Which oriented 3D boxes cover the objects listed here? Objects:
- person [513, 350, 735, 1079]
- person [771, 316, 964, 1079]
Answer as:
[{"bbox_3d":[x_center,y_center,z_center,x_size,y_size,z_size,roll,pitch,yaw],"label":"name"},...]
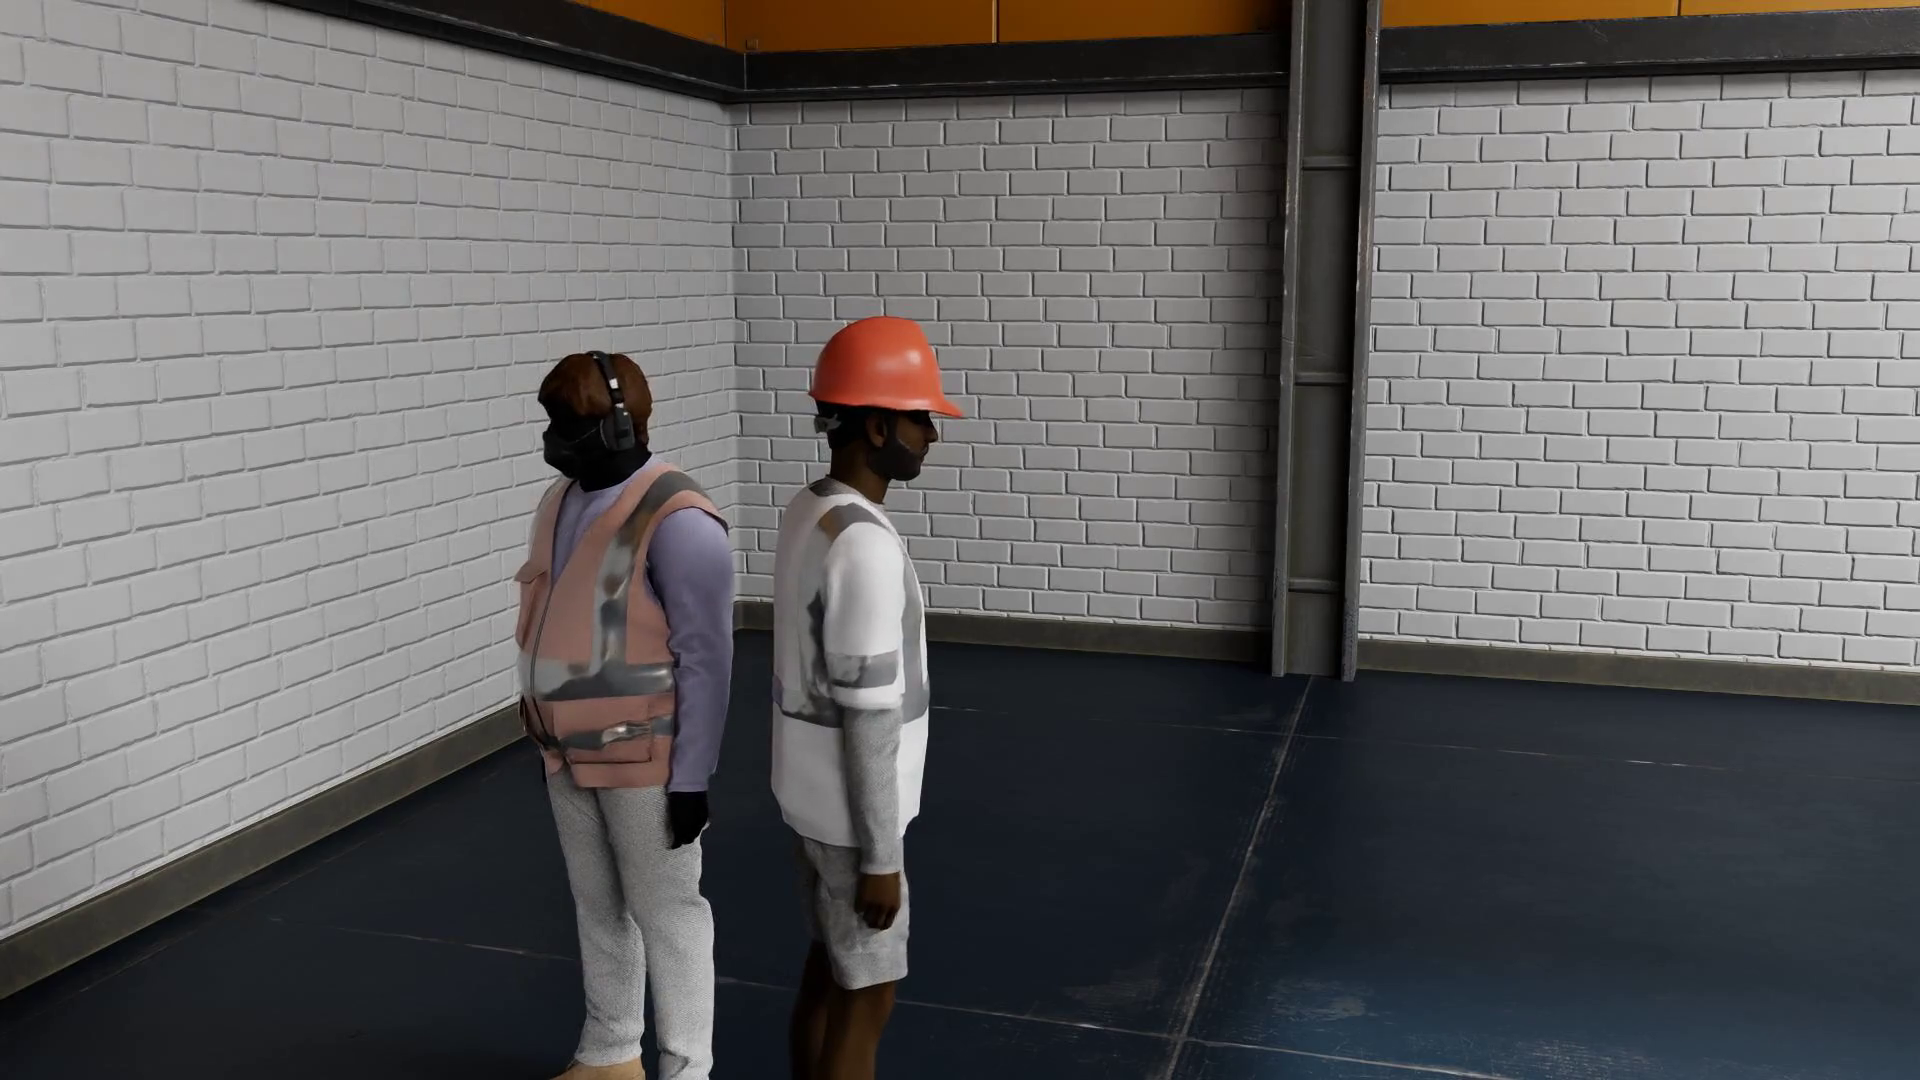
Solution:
[{"bbox_3d":[-0.784,0.490,3.800,0.429,1.839,0.634,-9,13,-44],"label":"person"},{"bbox_3d":[-0.182,0.521,3.355,0.382,1.929,0.538,-2,10,-15],"label":"person"}]
